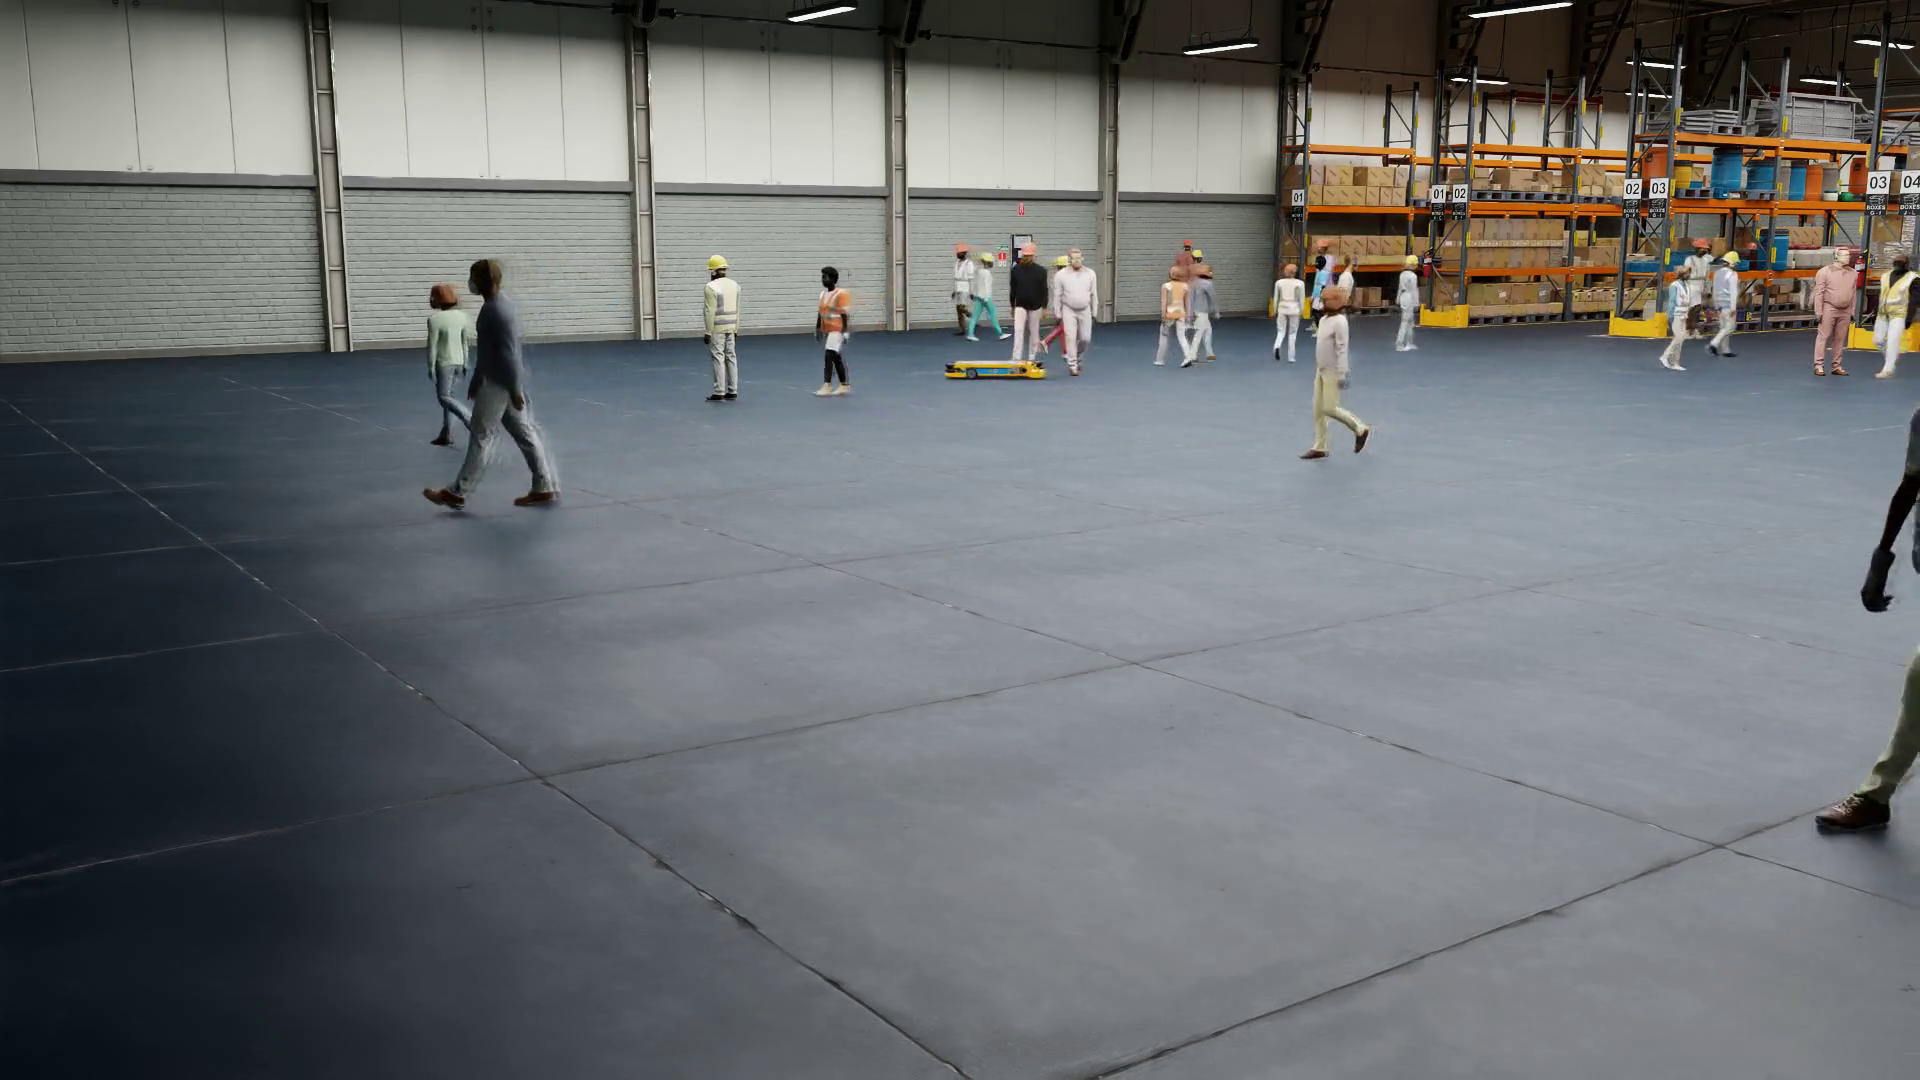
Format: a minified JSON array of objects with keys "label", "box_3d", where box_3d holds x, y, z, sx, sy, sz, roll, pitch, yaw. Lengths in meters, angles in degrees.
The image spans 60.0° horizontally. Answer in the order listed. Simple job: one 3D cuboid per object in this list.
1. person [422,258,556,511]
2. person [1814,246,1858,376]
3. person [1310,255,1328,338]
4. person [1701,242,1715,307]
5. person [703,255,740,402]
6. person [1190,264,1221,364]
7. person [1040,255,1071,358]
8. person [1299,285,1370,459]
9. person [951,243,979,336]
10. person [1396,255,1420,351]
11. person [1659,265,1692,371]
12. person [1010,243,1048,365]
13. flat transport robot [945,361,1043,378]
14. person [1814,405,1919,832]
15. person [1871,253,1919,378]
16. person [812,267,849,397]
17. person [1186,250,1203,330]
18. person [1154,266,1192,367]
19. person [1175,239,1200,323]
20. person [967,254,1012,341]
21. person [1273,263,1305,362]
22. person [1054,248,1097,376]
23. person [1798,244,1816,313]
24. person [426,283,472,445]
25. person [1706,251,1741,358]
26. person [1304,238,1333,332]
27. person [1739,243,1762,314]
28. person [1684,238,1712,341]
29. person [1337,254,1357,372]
[{"label":"person","box_3d":[-3.567,-1.166,12.553,1.015,1.885,0.632,-3,11,-15]},{"label":"person","box_3d":[13.015,-3.391,24.705,0.650,1.911,0.409,-1,10,-6]},{"label":"person","box_3d":[7.289,-4.928,33.773,0.484,1.683,0.540,2,10,10]},{"label":"person","box_3d":[17.374,-6.001,38.958,0.530,1.927,0.637,-6,12,-30]},{"label":"person","box_3d":[-2.999,-2.636,20.784,0.404,1.828,0.603,7,12,32]},{"label":"person","box_3d":[4.048,-3.675,27.089,0.726,1.606,0.513,-3,11,-15]},{"label":"person","box_3d":[1.689,-3.948,28.203,0.635,1.746,0.529,4,11,19]},{"label":"person","box_3d":[3.476,-1.543,15.386,0.565,1.618,0.504,-2,10,-9]},{"label":"person","box_3d":[0.071,-5.210,34.647,0.474,1.922,0.552,-7,13,-35]},{"label":"person","box_3d":[8.173,-4.277,30.054,0.644,1.720,0.516,-2,11,-13]},{"label":"person","box_3d":[11.055,-3.403,25.552,0.532,1.622,0.372,-9,14,-41]},{"label":"person","box_3d":[1.045,-3.642,25.963,0.644,1.941,1.027,3,11,16]},{"label":"flat transport robot","box_3d":[0.504,-2.506,24.348,1.431,0.197,0.652,0,10,3]},{"label":"person","box_3d":[3.491,0.101,5.832,0.990,1.825,0.541,-3,11,-14]},{"label":"person","box_3d":[13.654,-3.265,24.264,0.505,1.822,0.645,-5,11,-25]},{"label":"person","box_3d":[-1.724,-2.661,21.344,0.749,1.663,0.550,-8,13,-38]},{"label":"person","box_3d":[5.235,-5.561,36.996,0.329,1.769,0.526,-6,12,-28]},{"label":"person","box_3d":[3.422,-3.541,26.396,0.522,1.594,0.837,-5,11,-25]},{"label":"person","box_3d":[5.472,-6.221,39.994,0.622,1.990,0.402,3,11,15]},{"label":"person","box_3d":[0.554,-4.795,32.928,0.923,1.721,0.541,-4,11,-20]},{"label":"person","box_3d":[5.380,-3.712,27.256,0.526,1.629,0.458,5,12,26]},{"label":"person","box_3d":[1.719,-3.398,24.800,0.660,1.886,0.547,-2,10,-9]},{"label":"person","box_3d":[22.971,-7.066,44.960,0.645,1.865,0.605,-8,13,-38]},{"label":"person","box_3d":[-4.962,-1.702,16.277,0.677,1.614,0.508,5,11,24]},{"label":"person","box_3d":[12.974,-3.979,28.187,0.583,1.822,0.600,-1,10,-8]},{"label":"person","box_3d":[7.685,-5.444,35.642,0.719,2.020,0.646,-3,11,-14]},{"label":"person","box_3d":[20.403,-6.705,42.964,0.572,1.882,1.011,10,14,43]},{"label":"person","box_3d":[14.649,-4.934,32.858,0.644,2.016,0.792,-6,12,-32]},{"label":"person","box_3d":[5.787,-3.394,25.038,0.324,1.813,0.700,2,11,13]}]
